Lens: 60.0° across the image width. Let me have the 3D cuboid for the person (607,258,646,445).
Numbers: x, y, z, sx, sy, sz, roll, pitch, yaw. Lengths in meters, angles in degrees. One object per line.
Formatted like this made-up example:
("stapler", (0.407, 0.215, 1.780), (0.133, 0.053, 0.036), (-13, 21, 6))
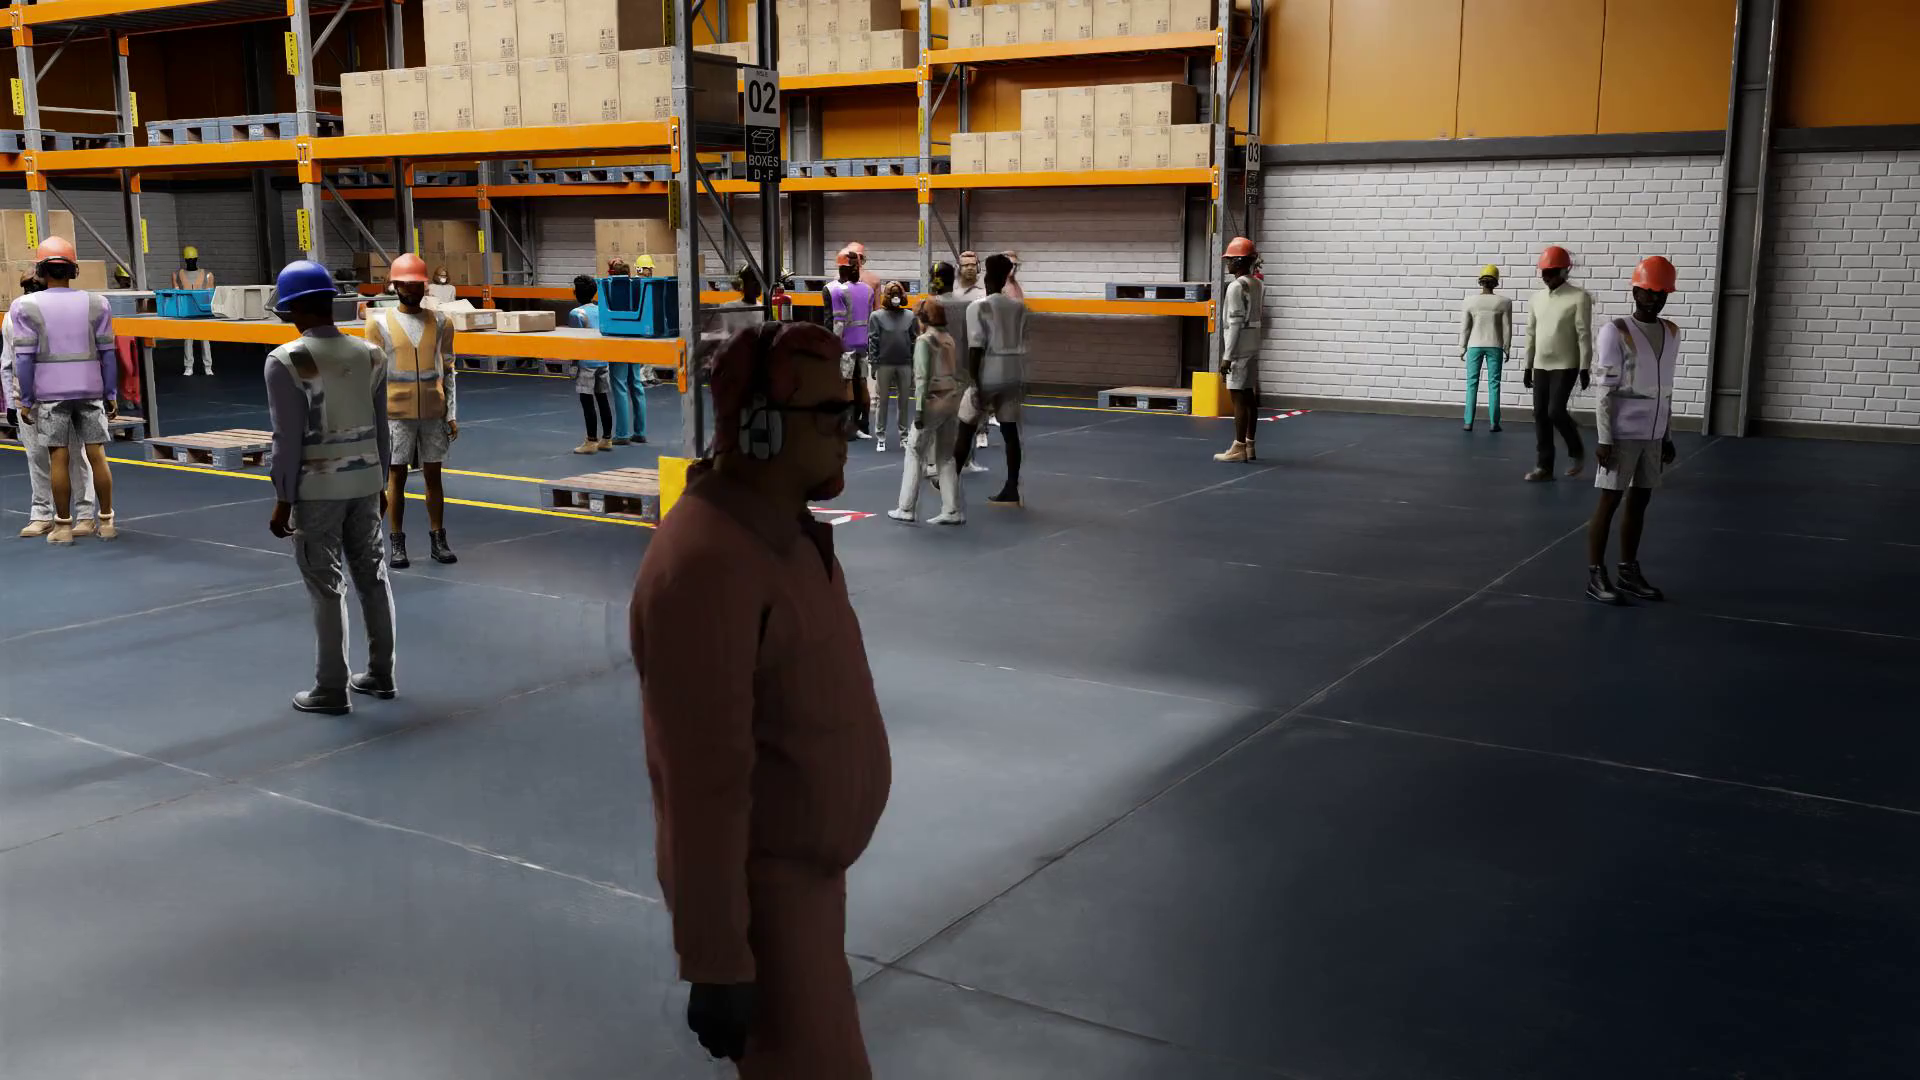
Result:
("person", (-3.317, -1.856, 16.462), (0.373, 1.840, 0.570), (7, 12, 34))

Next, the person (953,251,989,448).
("person", (0.067, -1.849, 16.239), (0.651, 1.910, 0.409), (2, 11, 13))

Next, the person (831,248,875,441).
("person", (-1.111, -1.968, 16.809), (0.350, 1.942, 0.545), (8, 13, 38))

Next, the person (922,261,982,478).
("person", (-0.110, -1.451, 14.246), (0.820, 1.843, 0.410), (-4, 11, -21))

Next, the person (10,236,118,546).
("person", (-5.927, -0.979, 11.050), (0.608, 2.044, 0.378), (-9, 13, -40))

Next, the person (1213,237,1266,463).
("person", (2.538, -1.721, 15.155), (0.377, 2.045, 0.605), (6, 12, 31))

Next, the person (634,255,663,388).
("person", (-4.325, -3.002, 22.880), (0.403, 1.824, 0.584), (3, 11, 15))

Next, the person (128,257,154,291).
("person", (-13.189, -3.695, 26.655), (0.560, 1.838, 0.429), (-5, 11, -25))

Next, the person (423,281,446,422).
("person", (-5.795, -2.034, 18.031), (0.534, 1.623, 0.455), (-6, 12, -29))

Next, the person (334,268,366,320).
("person", (-7.532, -2.490, 20.413), (0.543, 1.678, 0.391), (-7, 12, -34))

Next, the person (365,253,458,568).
("person", (-3.389, -0.802, 10.348), (0.543, 1.942, 0.349), (-6, 12, -30))

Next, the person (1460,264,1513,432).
("person", (5.559, -2.021, 17.594), (0.530, 1.768, 0.312), (4, 11, 19))

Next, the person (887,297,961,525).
("person", (-0.239, -0.916, 11.877), (0.622, 1.608, 0.565), (6, 12, 29))

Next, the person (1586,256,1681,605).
("person", (3.786, -0.604, 9.274), (0.547, 1.934, 0.376), (-4, 11, -23))

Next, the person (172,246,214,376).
("person", (-11.435, -3.412, 24.853), (0.586, 1.928, 0.365), (-4, 11, -22))

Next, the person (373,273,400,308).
("person", (-7.243, -2.611, 21.321), (0.519, 1.588, 0.799), (-2, 10, -12))

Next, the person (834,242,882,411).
("person", (-1.219, -2.505, 19.643), (0.621, 1.990, 0.396), (-5, 11, -24))

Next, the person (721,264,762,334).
("person", (-1.754, -1.357, 13.710), (0.535, 1.841, 0.856), (-6, 12, -31))

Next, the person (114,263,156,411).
("person", (-9.795, -2.389, 19.671), (0.503, 1.752, 0.550), (7, 13, 35))

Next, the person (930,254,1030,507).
("person", (0.202, -1.235, 12.829), (0.598, 1.907, 0.956), (-7, 12, -35))

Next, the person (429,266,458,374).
("person", (-7.781, -3.293, 25.002), (0.499, 1.633, 0.285), (-10, 14, -44))

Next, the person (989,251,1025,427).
("person", (0.515, -2.193, 18.158), (0.403, 1.904, 0.651), (5, 11, 26))

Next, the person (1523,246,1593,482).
("person", (4.978, -1.461, 13.902), (0.499, 1.972, 0.652), (-6, 12, -30))

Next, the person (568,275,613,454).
("person", (-3.514, -1.660, 15.780), (0.317, 1.695, 0.540), (5, 11, 24))

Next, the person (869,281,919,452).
("person", (-0.626, -1.658, 15.950), (0.500, 1.633, 0.280), (-3, 11, -17))

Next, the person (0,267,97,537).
("person", (-6.207, -0.934, 11.355), (0.636, 1.842, 0.429), (-1, 10, -5))

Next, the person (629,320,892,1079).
("person", (-0.320, 0.581, 2.812), (0.454, 1.892, 0.672), (1, 10, 5))

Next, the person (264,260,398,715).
("person", (-2.712, -0.223, 7.153), (0.414, 1.934, 0.615), (5, 12, 28))

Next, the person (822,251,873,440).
("person", (-1.127, -1.956, 16.805), (0.588, 1.920, 0.390), (-9, 13, -40))
